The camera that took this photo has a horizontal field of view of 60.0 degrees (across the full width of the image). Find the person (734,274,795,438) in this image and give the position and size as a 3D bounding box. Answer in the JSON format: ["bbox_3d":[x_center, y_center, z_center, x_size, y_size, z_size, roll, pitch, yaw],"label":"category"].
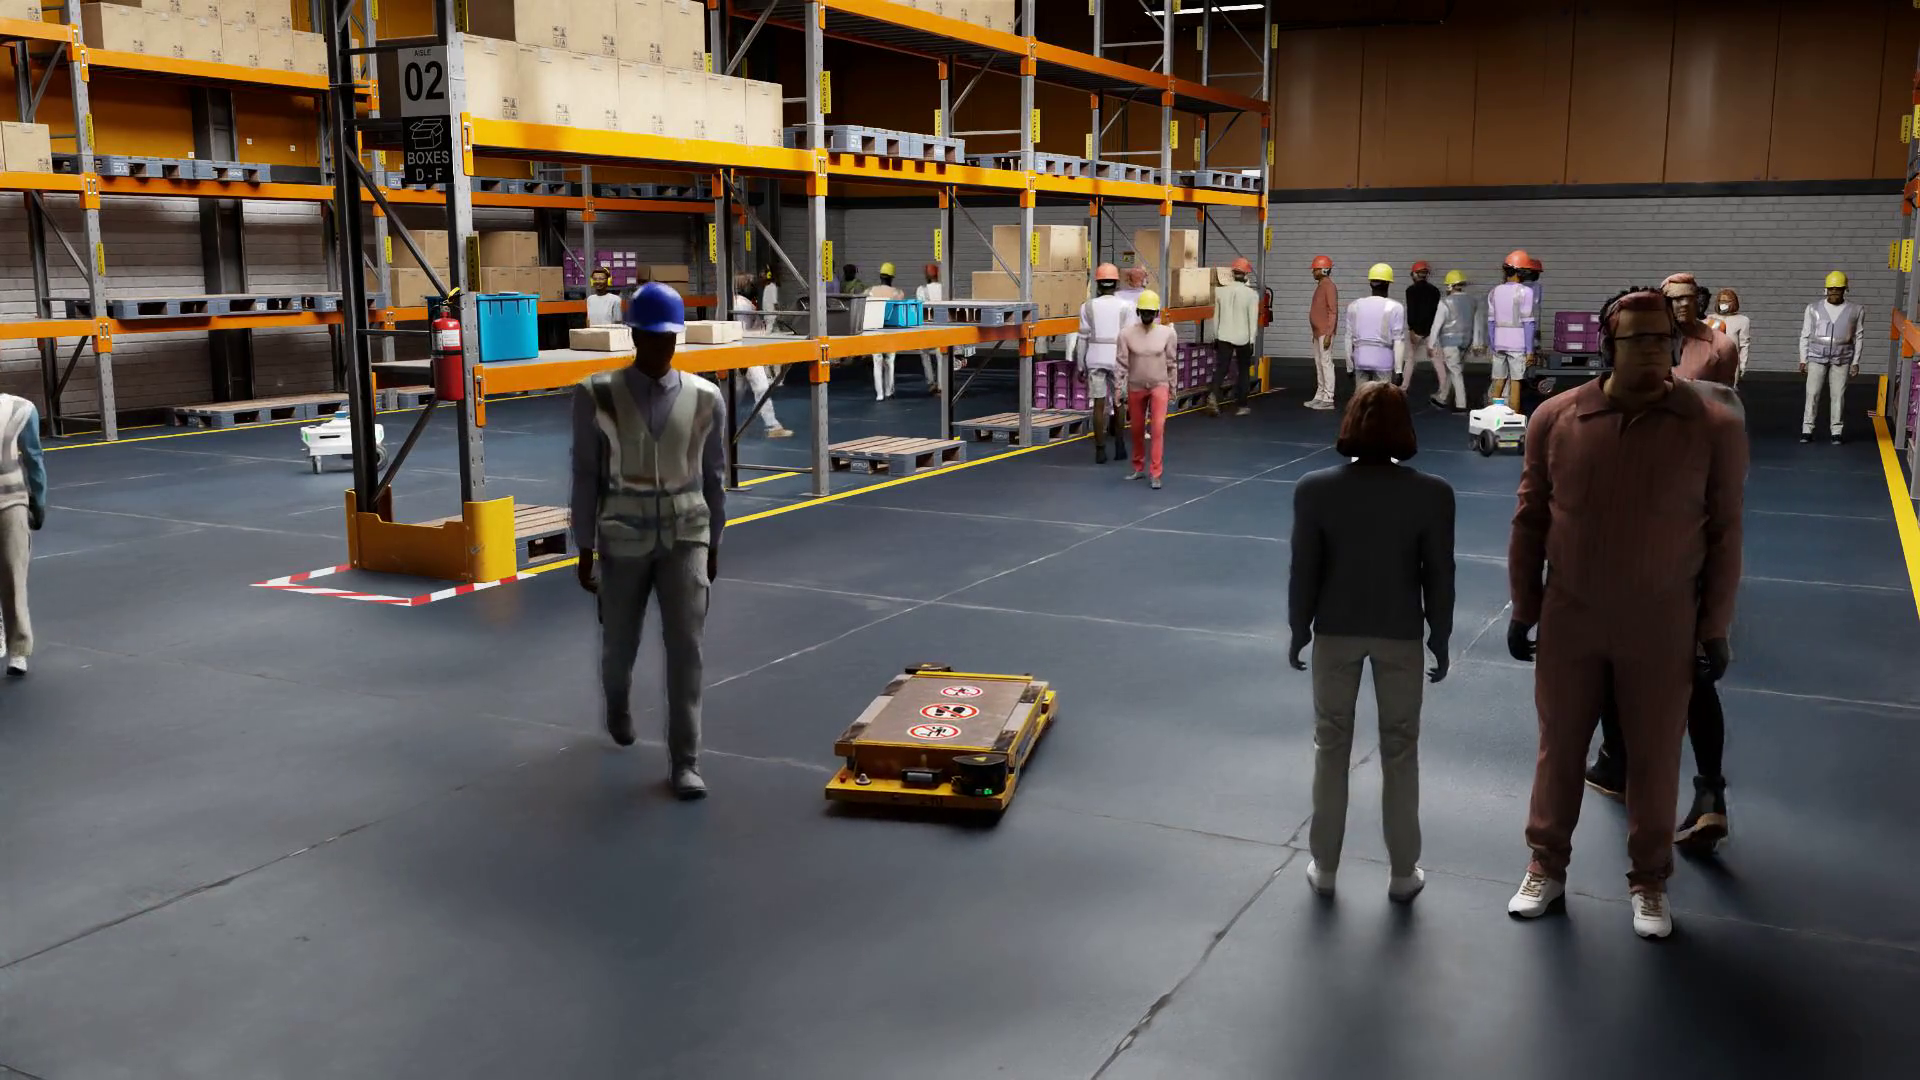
[{"bbox_3d":[-2.306,-2.004,18.193,0.872,1.804,0.646,-3,10,-16],"label":"person"}]

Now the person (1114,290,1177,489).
[{"bbox_3d":[1.620,-1.325,14.531,0.539,1.709,0.770,2,10,9],"label":"person"}]

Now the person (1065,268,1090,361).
[{"bbox_3d":[1.907,-3.436,26.411,0.692,1.828,0.435,1,10,7],"label":"person"}]

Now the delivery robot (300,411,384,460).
[{"bbox_3d":[-5.713,-0.945,15.372,0.707,0.478,0.477,-5,11,-26],"label":"delivery robot"}]

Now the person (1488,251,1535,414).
[{"bbox_3d":[5.931,-2.070,17.850,0.373,2.044,0.606,-5,11,-28],"label":"person"}]

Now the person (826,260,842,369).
[{"bbox_3d":[-2.263,-3.965,29.127,0.352,1.937,0.635,-4,10,-20],"label":"person"}]

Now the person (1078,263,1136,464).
[{"bbox_3d":[1.425,-1.704,16.104,0.566,1.935,0.554,2,10,9],"label":"person"}]

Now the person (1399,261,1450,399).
[{"bbox_3d":[6.498,-2.932,23.252,0.653,1.914,1.058,-4,11,-22],"label":"person"}]

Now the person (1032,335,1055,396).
[{"bbox_3d":[1.066,-2.902,23.181,0.570,1.879,1.022,0,10,-3],"label":"person"}]

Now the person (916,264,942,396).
[{"bbox_3d":[-0.378,-2.983,23.663,0.642,1.859,0.604,-4,11,-23],"label":"person"}]

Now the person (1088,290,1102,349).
[{"bbox_3d":[1.983,-2.885,23.716,0.542,1.648,0.880,6,12,32],"label":"person"}]

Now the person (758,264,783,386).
[{"bbox_3d":[-2.954,-3.240,25.169,0.603,1.849,0.565,-3,10,-18],"label":"person"}]

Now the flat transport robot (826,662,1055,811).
[{"bbox_3d":[-0.035,0.752,6.635,0.652,0.197,1.431,2,10,11],"label":"flat transport robot"}]

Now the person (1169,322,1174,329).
[{"bbox_3d":[3.009,-3.304,25.452,0.554,1.898,0.925,8,12,38],"label":"person"}]

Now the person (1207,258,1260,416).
[{"bbox_3d":[3.370,-2.500,20.600,0.638,1.962,0.903,6,11,30],"label":"person"}]

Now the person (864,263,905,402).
[{"bbox_3d":[-1.046,-2.854,22.885,0.595,1.869,0.964,0,10,-1],"label":"person"}]

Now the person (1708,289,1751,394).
[{"bbox_3d":[8.250,-1.889,17.992,0.507,1.631,0.268,8,13,38],"label":"person"}]

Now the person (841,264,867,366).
[{"bbox_3d":[-1.903,-4.052,29.942,0.649,1.831,0.649,-7,12,-34],"label":"person"}]

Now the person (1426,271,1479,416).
[{"bbox_3d":[6.156,-2.481,20.960,0.621,1.781,0.941,-5,11,-26],"label":"person"}]

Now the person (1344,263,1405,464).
[{"bbox_3d":[3.975,-1.675,15.910,0.593,1.922,0.387,8,13,38],"label":"person"}]

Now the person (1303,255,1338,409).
[{"bbox_3d":[4.698,-2.693,21.598,0.395,1.993,0.616,-1,10,-3],"label":"person"}]

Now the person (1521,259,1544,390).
[{"bbox_3d":[8.463,-3.198,24.707,0.382,1.931,0.570,-3,10,-17],"label":"person"}]

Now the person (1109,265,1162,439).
[{"bbox_3d":[1.857,-2.005,17.898,0.655,1.894,0.581,5,11,25],"label":"person"}]

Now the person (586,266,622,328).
[{"bbox_3d":[-4.035,-2.146,18.783,0.532,1.874,0.321,5,11,27],"label":"person"}]

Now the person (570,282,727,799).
[{"bbox_3d":[-1.192,-0.026,6.377,0.609,1.919,0.823,-3,10,-19],"label":"person"}]

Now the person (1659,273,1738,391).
[{"bbox_3d":[3.888,-0.501,9.154,0.651,1.910,0.409,5,11,27],"label":"person"}]

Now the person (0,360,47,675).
[{"bbox_3d":[-4.724,-0.155,8.070,0.518,1.592,0.855,-4,11,-23],"label":"person"}]

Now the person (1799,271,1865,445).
[{"bbox_3d":[9.207,-1.922,17.602,0.599,1.832,0.404,5,11,27],"label":"person"}]

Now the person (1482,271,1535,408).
[{"bbox_3d":[6.775,-2.489,20.711,0.643,1.906,0.933,-2,10,-10],"label":"person"}]

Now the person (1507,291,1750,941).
[{"bbox_3d":[1.956,0.224,4.957,0.651,1.910,0.409,5,11,27],"label":"person"}]

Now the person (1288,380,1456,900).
[{"bbox_3d":[1.283,0.316,5.223,0.507,1.631,0.268,3,10,16],"label":"person"}]

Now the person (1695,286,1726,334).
[{"bbox_3d":[7.150,-1.613,16.209,0.540,1.696,0.316,5,11,27],"label":"person"}]

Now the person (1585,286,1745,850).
[{"bbox_3d":[2.447,0.079,5.784,0.623,1.919,0.983,0,10,2],"label":"person"}]

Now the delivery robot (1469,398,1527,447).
[{"bbox_3d":[5.419,-1.184,16.754,0.477,0.478,0.707,-1,10,-6],"label":"delivery robot"}]
